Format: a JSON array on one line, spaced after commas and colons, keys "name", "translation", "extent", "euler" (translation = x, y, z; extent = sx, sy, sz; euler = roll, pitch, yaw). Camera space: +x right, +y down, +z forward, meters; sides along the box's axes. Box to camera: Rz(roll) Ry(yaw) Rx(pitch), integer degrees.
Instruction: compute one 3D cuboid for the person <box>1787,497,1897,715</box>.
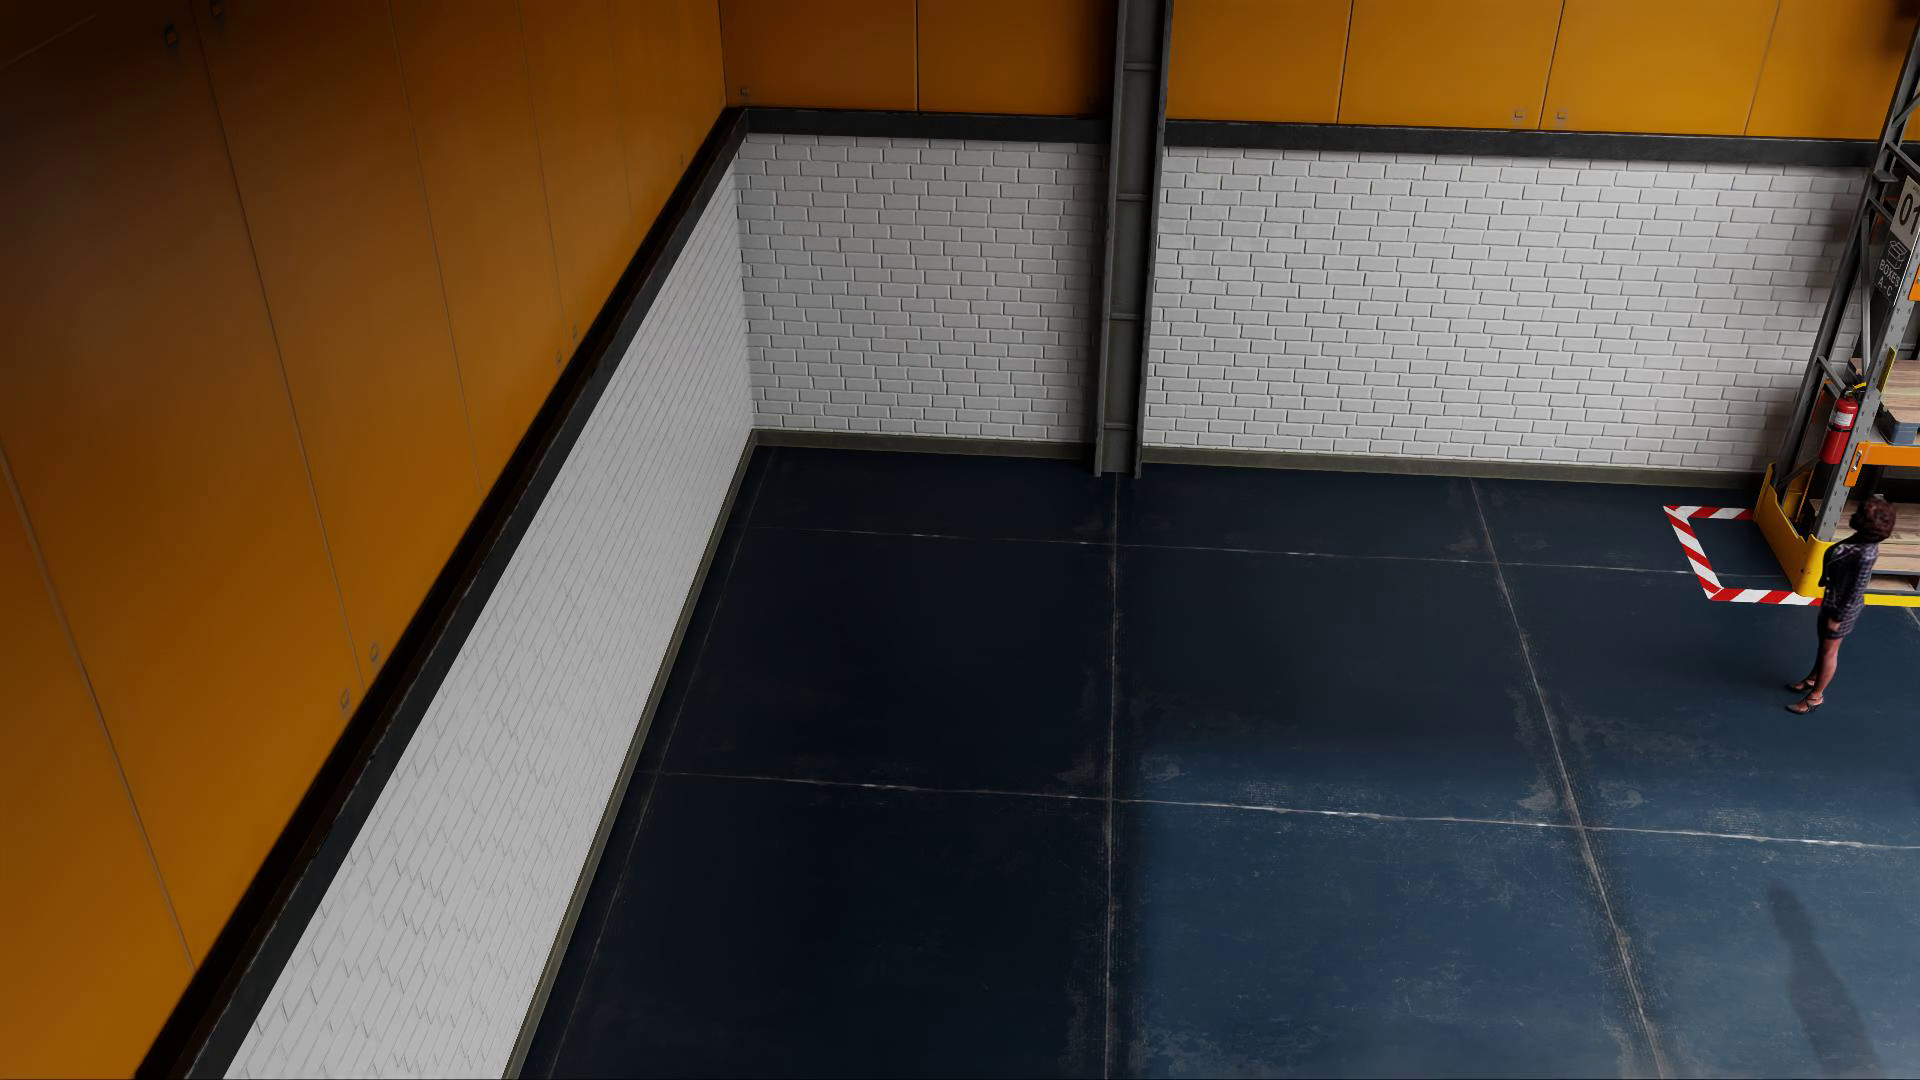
[{"name": "person", "translation": [5.915, 0.441, 11.168], "extent": [0.668, 1.702, 0.687], "euler": [15, 37, 22]}]
